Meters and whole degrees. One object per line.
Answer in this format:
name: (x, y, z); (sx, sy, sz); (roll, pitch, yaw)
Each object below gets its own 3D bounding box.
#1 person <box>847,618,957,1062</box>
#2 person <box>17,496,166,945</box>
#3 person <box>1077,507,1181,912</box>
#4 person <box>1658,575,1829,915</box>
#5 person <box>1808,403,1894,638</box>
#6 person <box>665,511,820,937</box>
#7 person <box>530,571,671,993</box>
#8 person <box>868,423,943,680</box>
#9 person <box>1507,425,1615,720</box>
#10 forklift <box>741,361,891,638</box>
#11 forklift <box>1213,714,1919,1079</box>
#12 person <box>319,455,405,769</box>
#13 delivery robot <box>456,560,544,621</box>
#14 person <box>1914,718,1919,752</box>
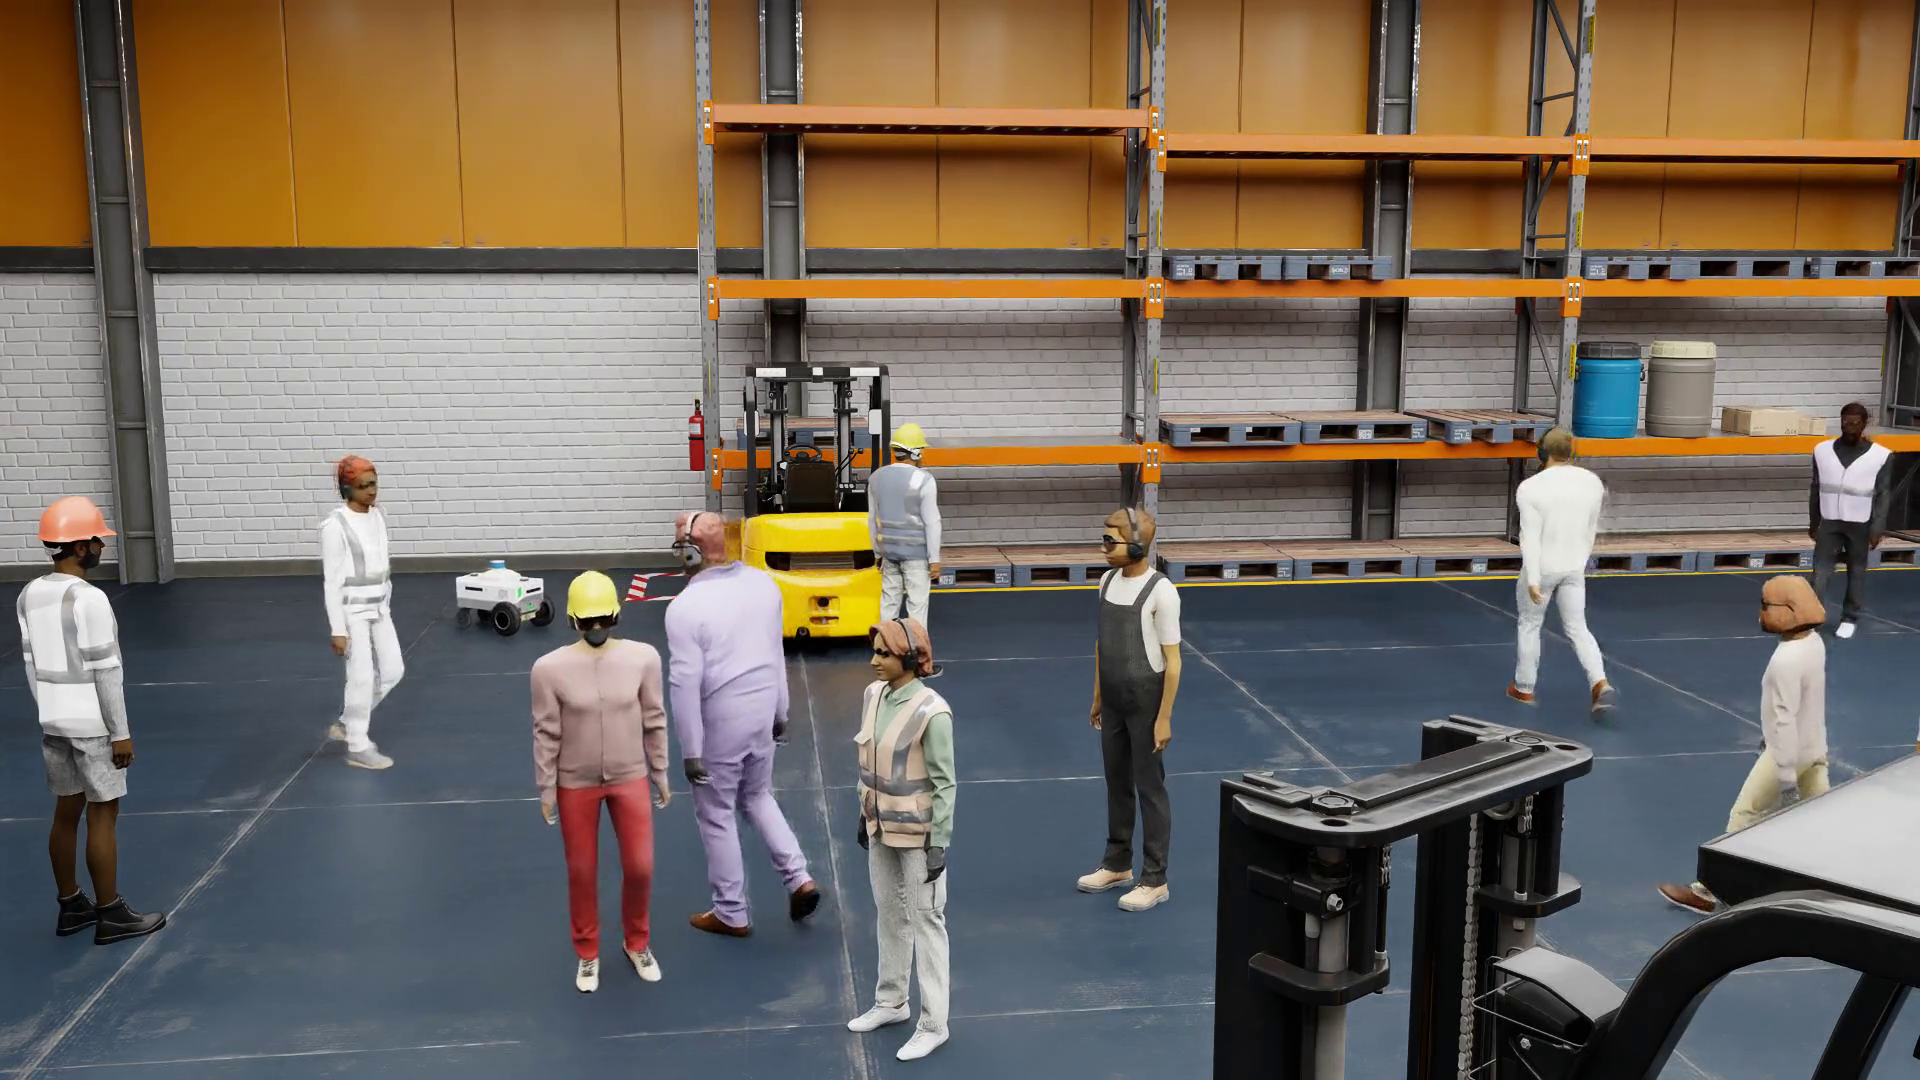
person: (-0.208, 1.090, 6.166); (0.306, 1.639, 0.524); (-7, 11, -37)
person: (-3.776, 0.776, 7.193); (0.543, 1.939, 0.360); (5, 10, 28)
person: (0.782, 0.760, 7.593); (0.328, 1.842, 0.514); (-6, 11, -35)
person: (3.624, 0.938, 7.289); (0.512, 1.587, 0.872); (-9, 13, -44)
person: (6.865, -0.117, 12.949); (0.604, 1.868, 0.991); (9, 13, 43)
person: (-0.952, 0.810, 7.178); (0.578, 1.877, 0.670); (7, 11, 36)
person: (-1.422, 0.968, 6.621); (0.539, 1.738, 0.443); (-4, 10, -21)
person: (-0.375, 0.078, 11.878); (0.593, 1.832, 0.403); (6, 11, 35)
person: (3.922, 0.209, 10.840); (0.625, 1.914, 0.893); (-2, 9, -10)
forklift: (-1.154, -0.340, 13.365); (1.214, 2.155, 2.313); (-1, 9, -7)
forklift: (1.441, 1.425, 2.350); (1.214, 2.155, 2.313); (-7, 12, -39)
person: (-3.508, 0.431, 9.639); (0.480, 1.849, 0.632); (2, 9, 13)
delivery robot: (-3.737, 0.409, 13.500); (0.707, 0.478, 0.477); (4, 10, 26)
person: (4.224, 0.828, 6.876); (0.354, 1.939, 0.544); (-5, 11, -30)
